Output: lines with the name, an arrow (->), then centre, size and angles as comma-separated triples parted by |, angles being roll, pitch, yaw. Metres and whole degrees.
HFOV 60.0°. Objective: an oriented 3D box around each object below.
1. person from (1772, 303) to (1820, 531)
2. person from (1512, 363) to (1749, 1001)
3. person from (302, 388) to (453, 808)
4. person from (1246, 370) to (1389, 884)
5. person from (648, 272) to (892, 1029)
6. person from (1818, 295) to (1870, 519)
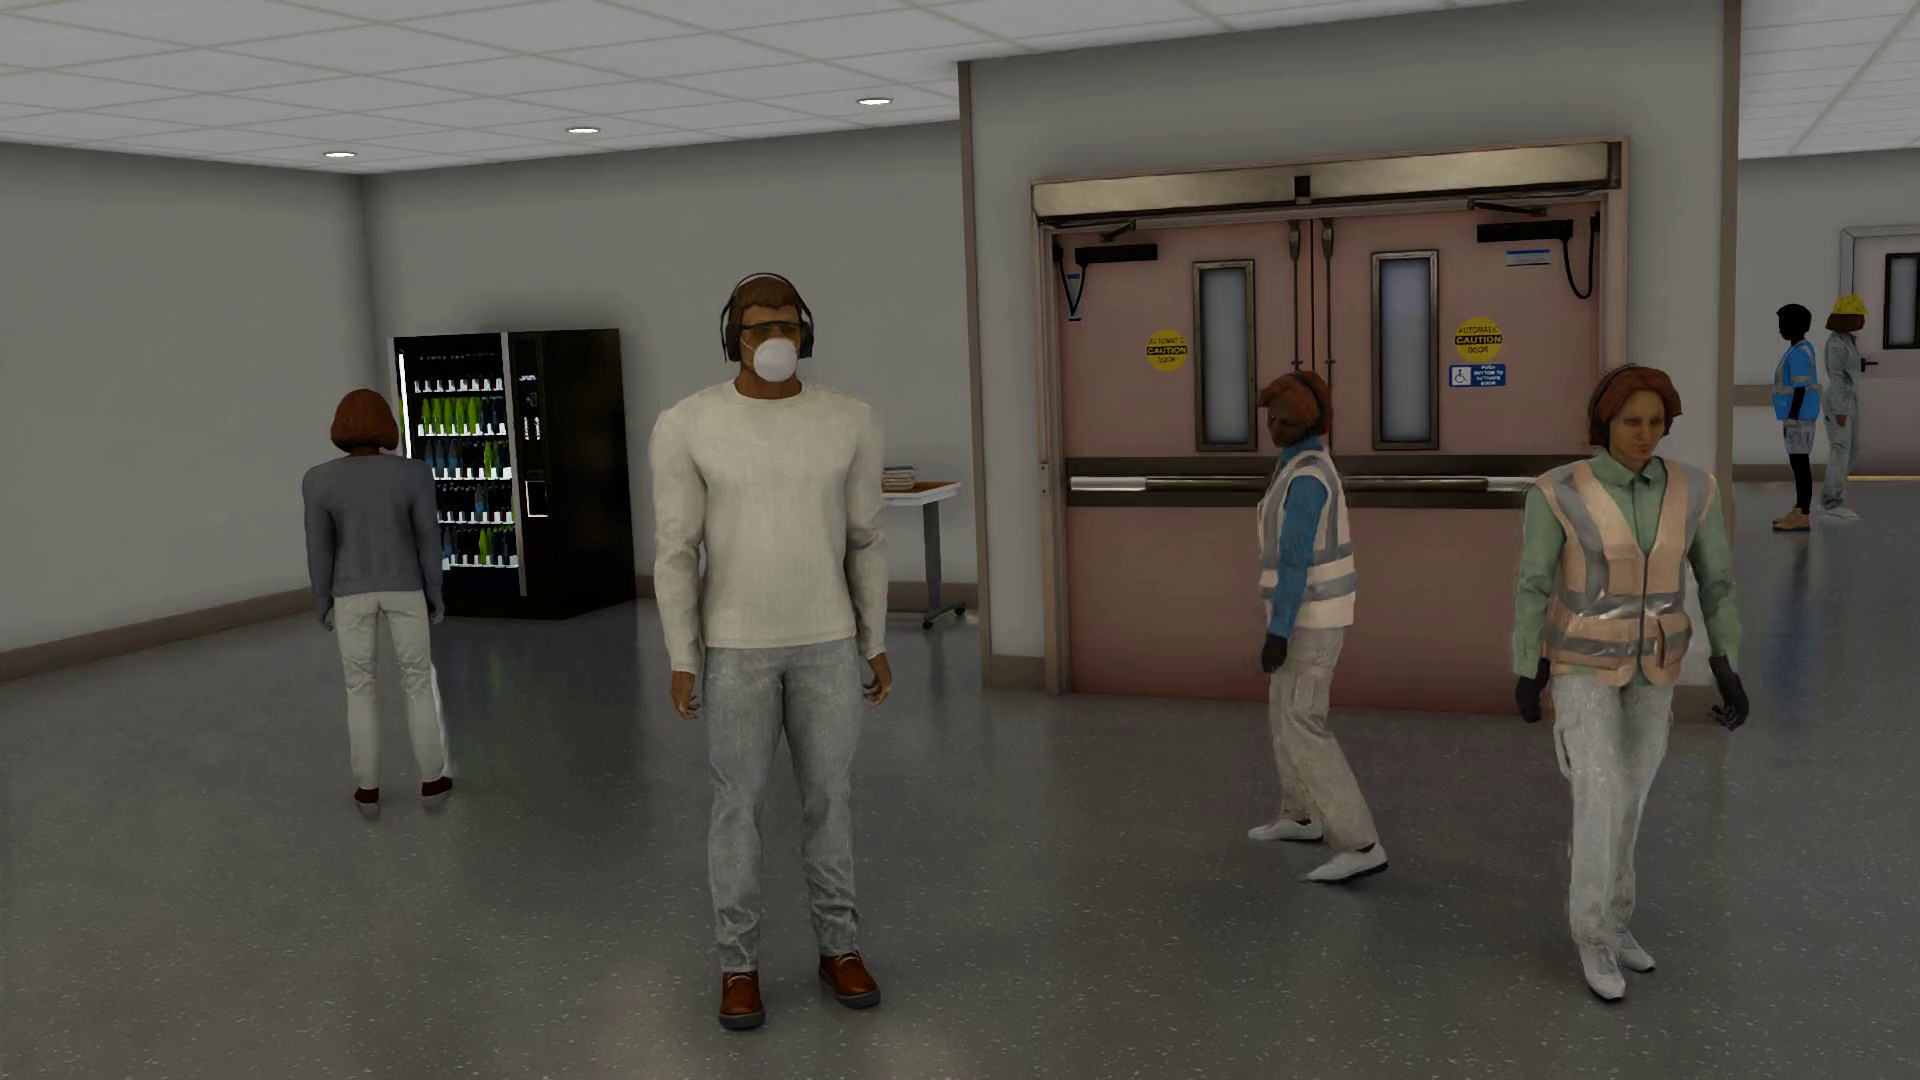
person -> 6.216, -0.908, 12.369 | 0.320, 1.693, 0.531 | 2, 8, 29
person -> 1.711, 0.356, 4.278 | 0.538, 1.614, 0.541 | -3, 7, -8
person -> -2.269, 0.227, 6.494 | 0.501, 1.631, 0.287 | -4, 8, -14
person -> 1.129, 0.259, 5.301 | 0.412, 1.610, 0.566 | -1, 8, 12
person -> -0.468, 0.281, 4.353 | 0.632, 1.940, 0.372 | -5, 8, -19
person -> 6.881, -1.035, 12.965 | 0.354, 1.737, 0.514 | 3, 9, 38
